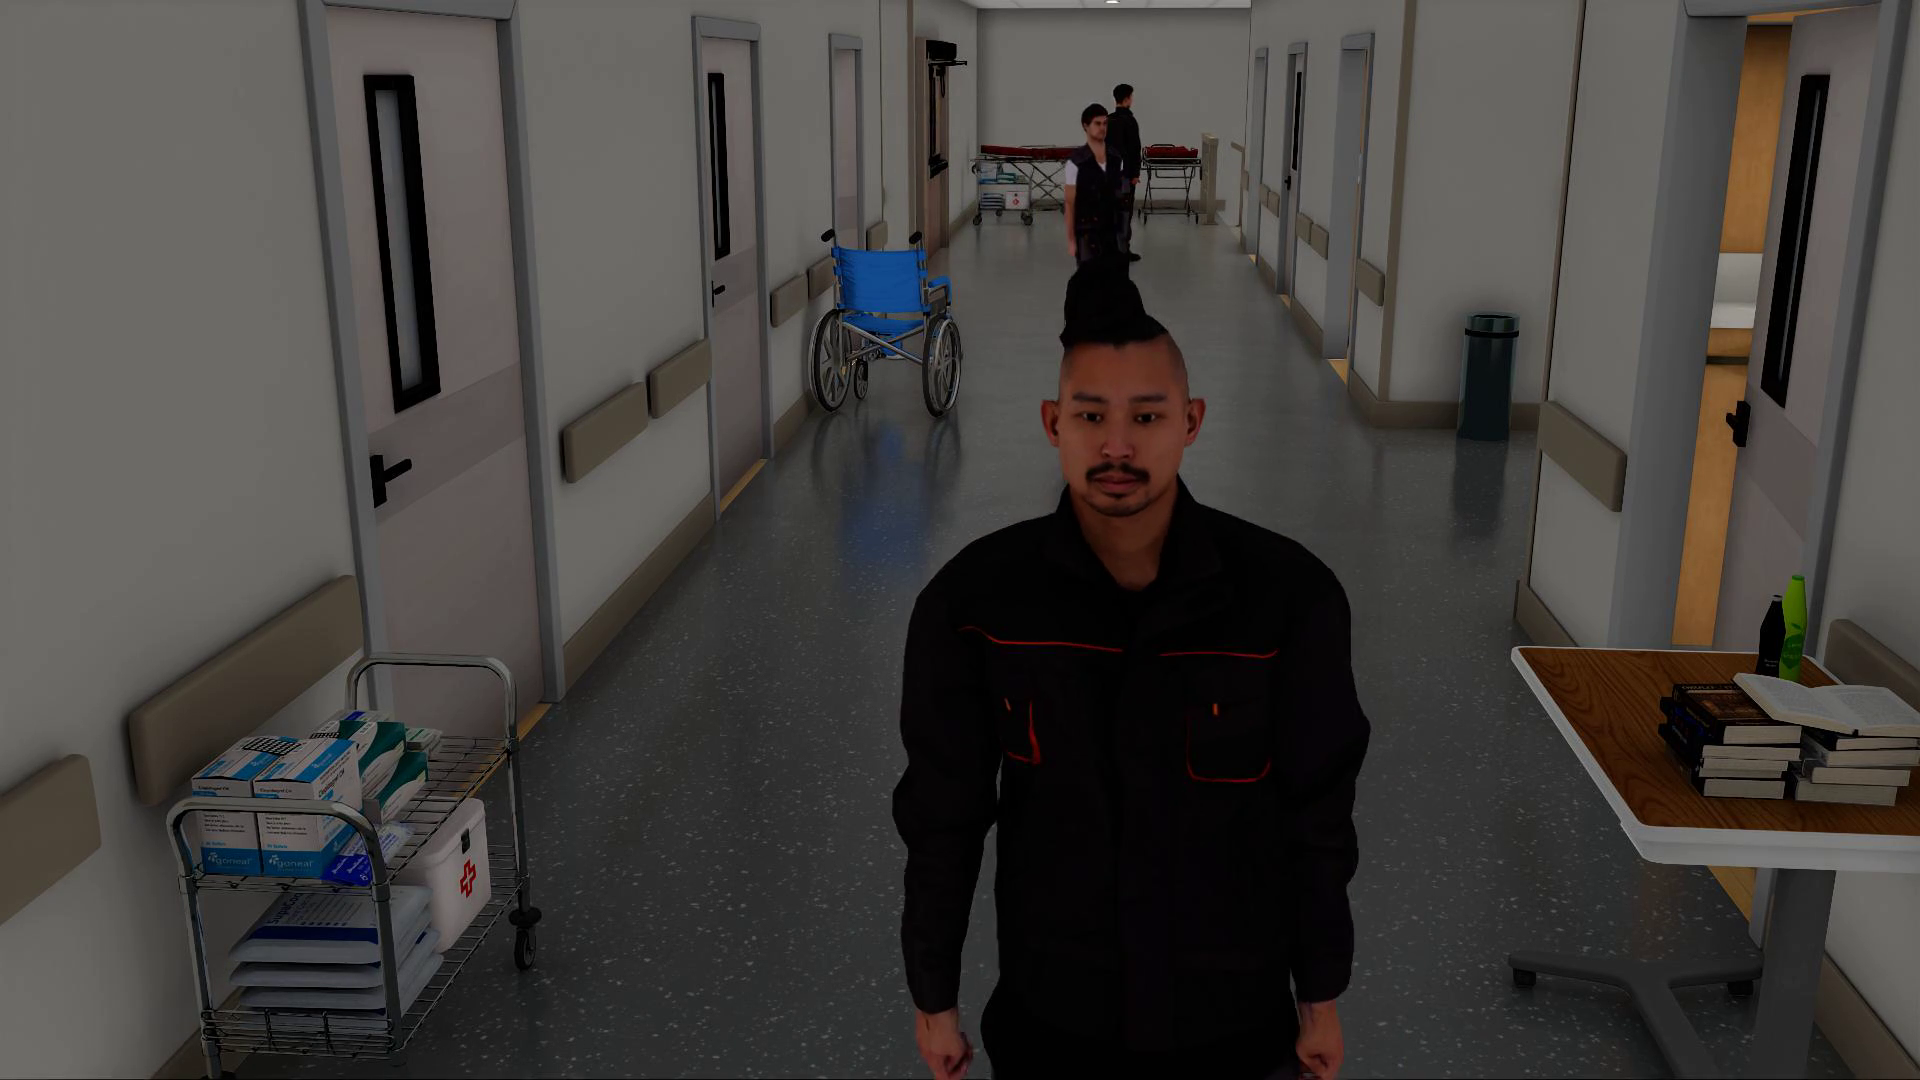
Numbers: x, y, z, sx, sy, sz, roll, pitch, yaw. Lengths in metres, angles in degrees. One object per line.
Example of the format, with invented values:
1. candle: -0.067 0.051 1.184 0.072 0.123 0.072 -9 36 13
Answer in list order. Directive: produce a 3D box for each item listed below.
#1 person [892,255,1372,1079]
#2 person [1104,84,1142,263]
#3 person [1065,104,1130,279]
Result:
1. person: 0.250 0.553 2.237 0.765 1.859 0.603 1 16 4
2. person: 1.788 -4.133 18.702 0.845 1.944 0.788 -13 20 -39
3. person: 0.945 -2.210 12.080 0.828 1.835 0.877 -8 18 -27
